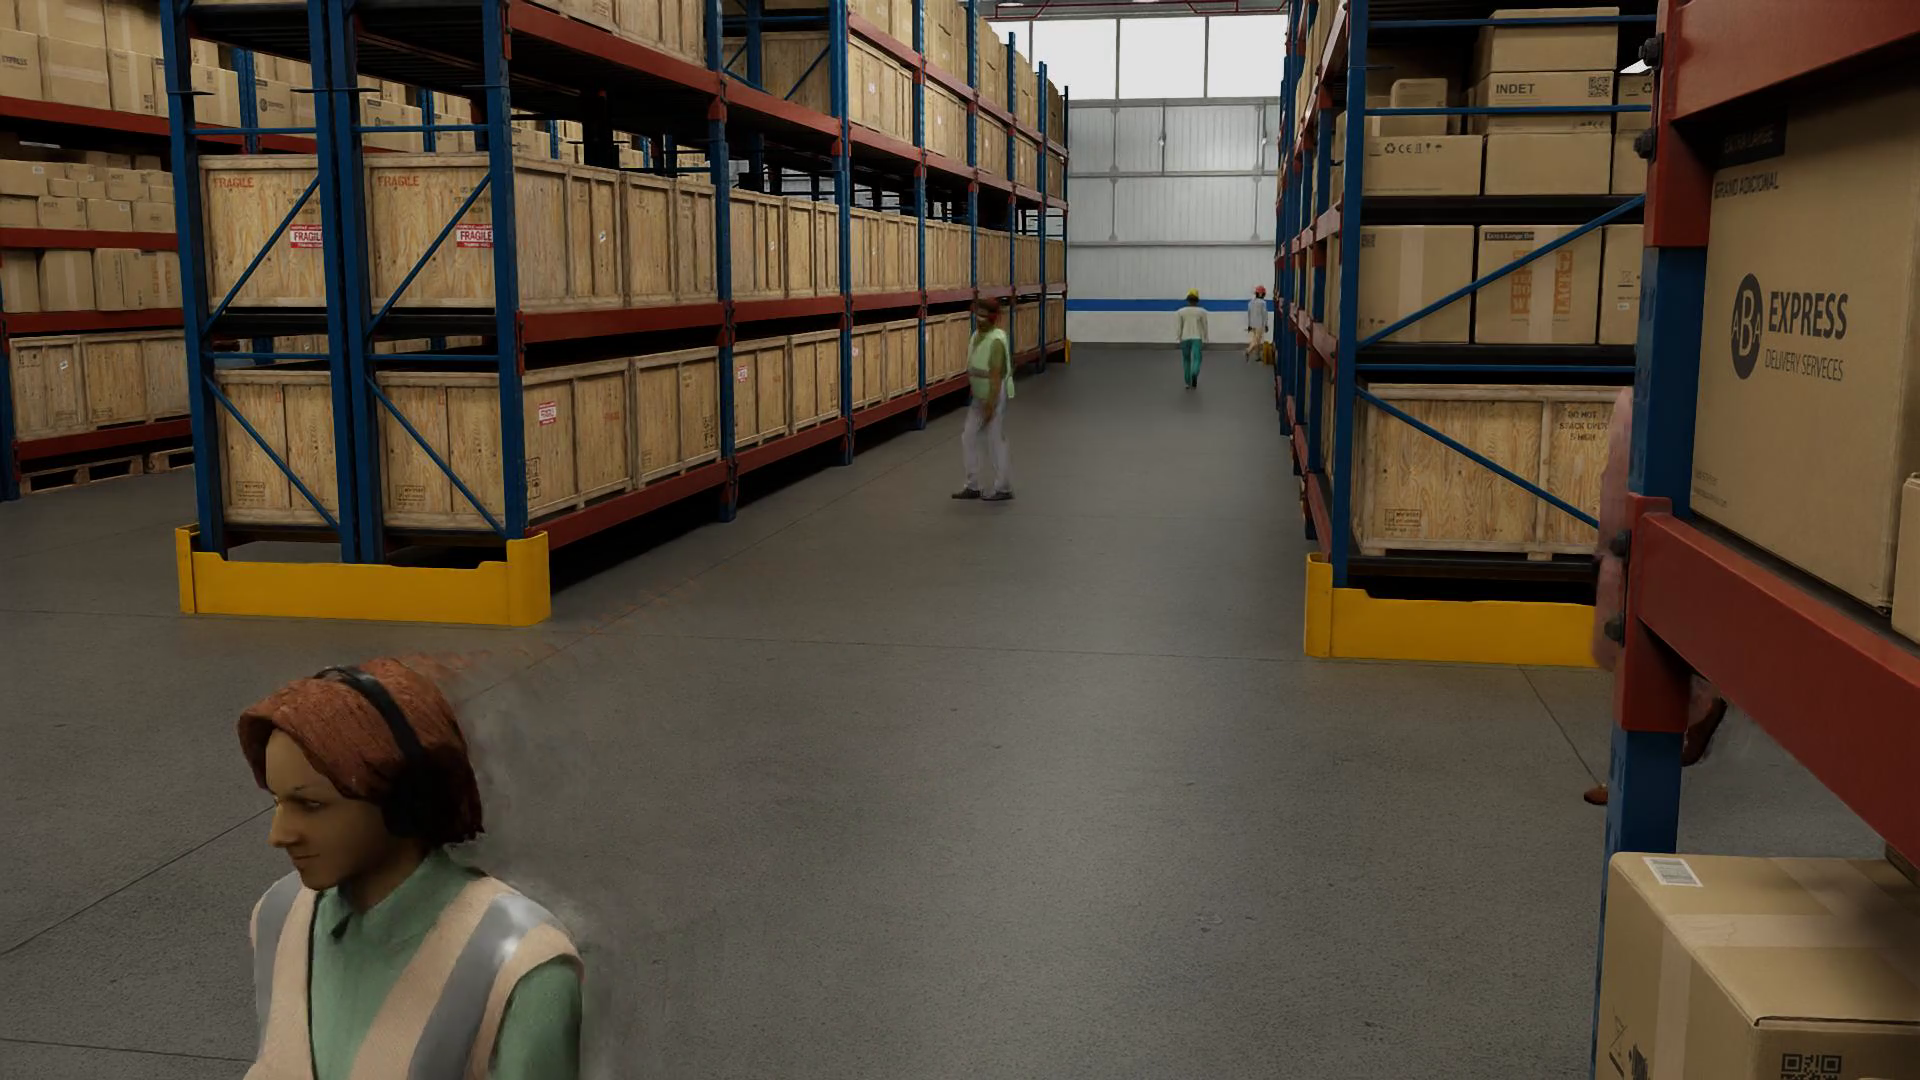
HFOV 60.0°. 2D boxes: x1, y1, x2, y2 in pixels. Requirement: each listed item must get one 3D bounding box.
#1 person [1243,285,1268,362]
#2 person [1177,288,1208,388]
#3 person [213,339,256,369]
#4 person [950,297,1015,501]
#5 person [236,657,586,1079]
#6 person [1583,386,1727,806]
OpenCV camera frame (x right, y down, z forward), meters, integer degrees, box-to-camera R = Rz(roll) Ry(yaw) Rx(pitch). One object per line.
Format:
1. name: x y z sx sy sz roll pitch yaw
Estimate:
1. person: 6.651 -4.847 37.338 0.650 1.723 0.570 -5 10 -29
2. person: 3.996 -3.464 28.697 0.530 1.752 0.627 2 9 13
3. person: -6.260 -1.062 14.265 0.516 1.587 0.850 -2 9 -10
4. person: 0.217 -1.215 14.548 0.645 1.804 0.608 -5 10 -27
5. person: -0.566 0.908 2.010 0.511 1.612 0.725 5 10 28
6. person: 2.700 0.064 6.346 0.631 1.890 0.659 -2 9 -14
